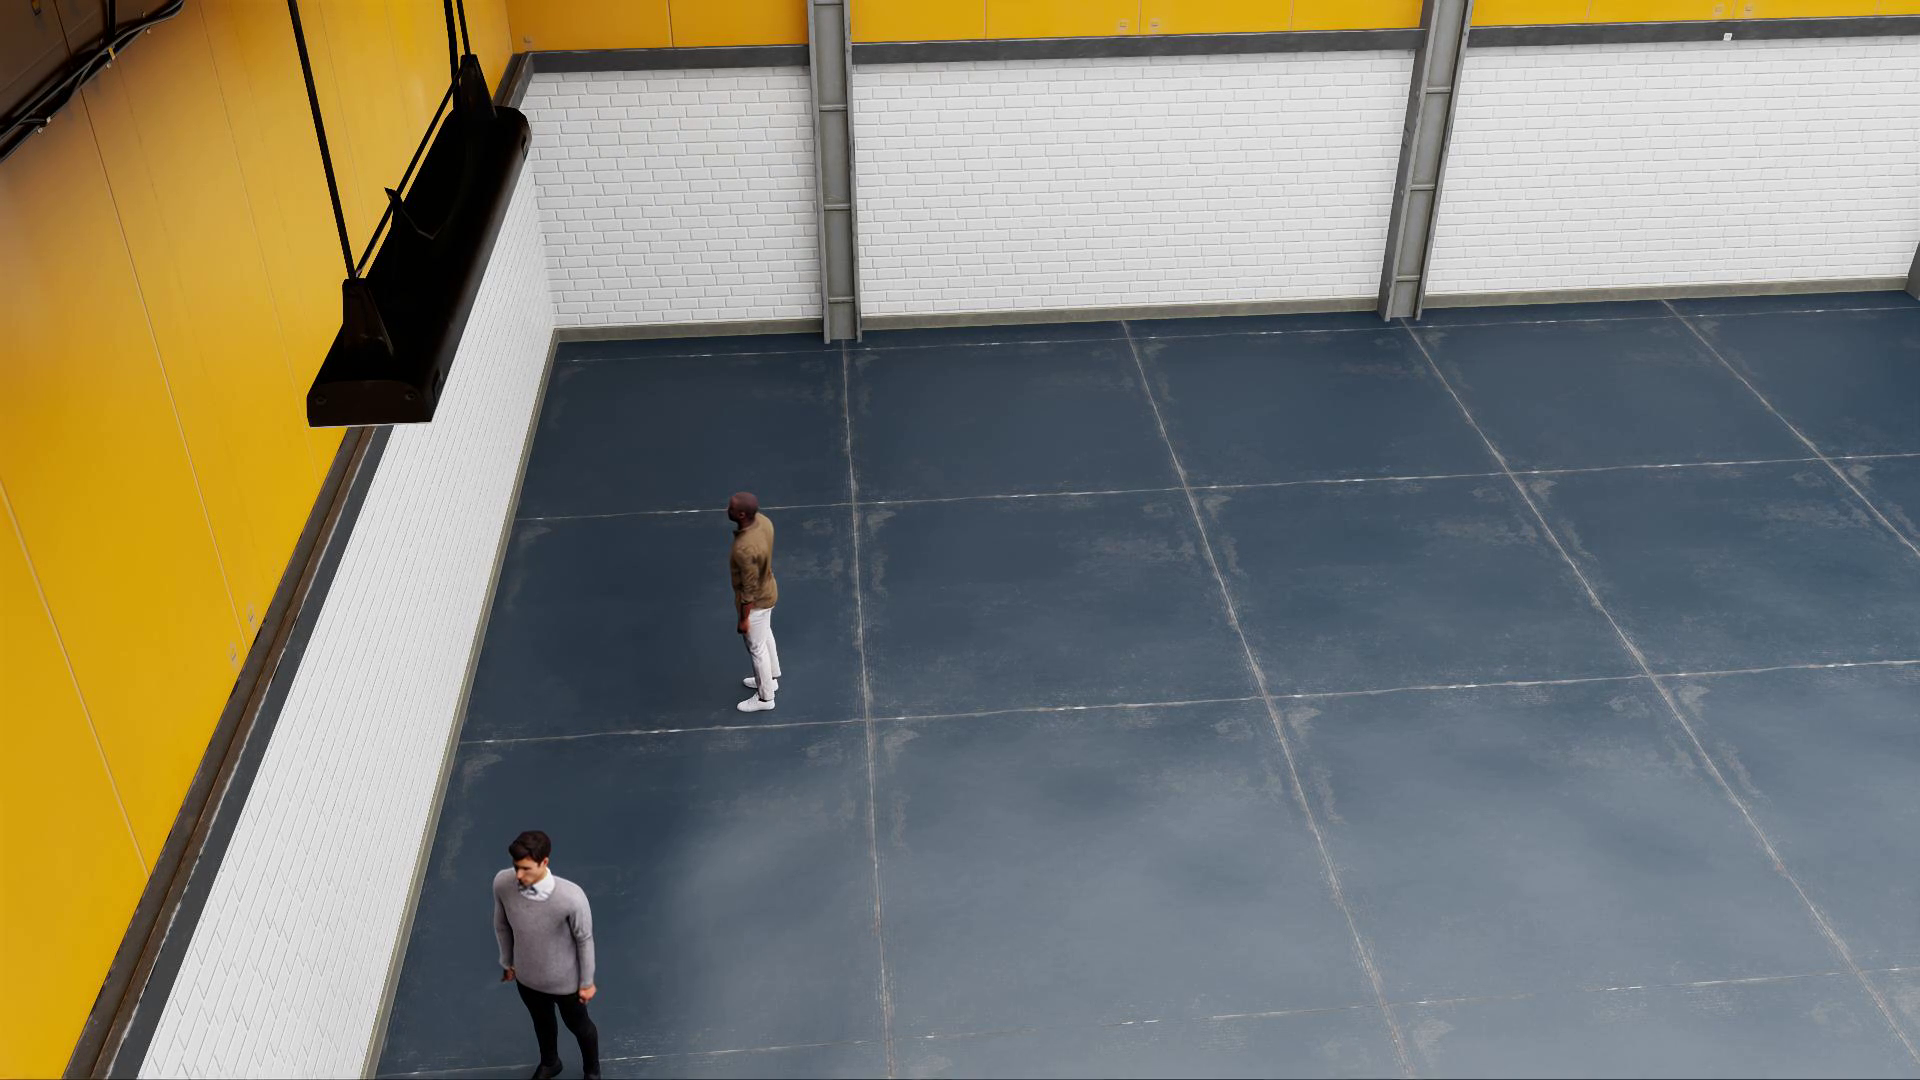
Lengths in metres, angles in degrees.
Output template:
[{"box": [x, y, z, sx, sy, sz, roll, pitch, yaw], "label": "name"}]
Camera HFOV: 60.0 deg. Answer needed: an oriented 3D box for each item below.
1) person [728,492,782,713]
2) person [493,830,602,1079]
[{"box": [-1.483, 0.427, 12.009, 0.637, 1.825, 0.756, 3, 34, 4], "label": "person"}, {"box": [-2.231, 2.322, 9.069, 0.720, 1.923, 0.881, 10, 35, 14], "label": "person"}]
